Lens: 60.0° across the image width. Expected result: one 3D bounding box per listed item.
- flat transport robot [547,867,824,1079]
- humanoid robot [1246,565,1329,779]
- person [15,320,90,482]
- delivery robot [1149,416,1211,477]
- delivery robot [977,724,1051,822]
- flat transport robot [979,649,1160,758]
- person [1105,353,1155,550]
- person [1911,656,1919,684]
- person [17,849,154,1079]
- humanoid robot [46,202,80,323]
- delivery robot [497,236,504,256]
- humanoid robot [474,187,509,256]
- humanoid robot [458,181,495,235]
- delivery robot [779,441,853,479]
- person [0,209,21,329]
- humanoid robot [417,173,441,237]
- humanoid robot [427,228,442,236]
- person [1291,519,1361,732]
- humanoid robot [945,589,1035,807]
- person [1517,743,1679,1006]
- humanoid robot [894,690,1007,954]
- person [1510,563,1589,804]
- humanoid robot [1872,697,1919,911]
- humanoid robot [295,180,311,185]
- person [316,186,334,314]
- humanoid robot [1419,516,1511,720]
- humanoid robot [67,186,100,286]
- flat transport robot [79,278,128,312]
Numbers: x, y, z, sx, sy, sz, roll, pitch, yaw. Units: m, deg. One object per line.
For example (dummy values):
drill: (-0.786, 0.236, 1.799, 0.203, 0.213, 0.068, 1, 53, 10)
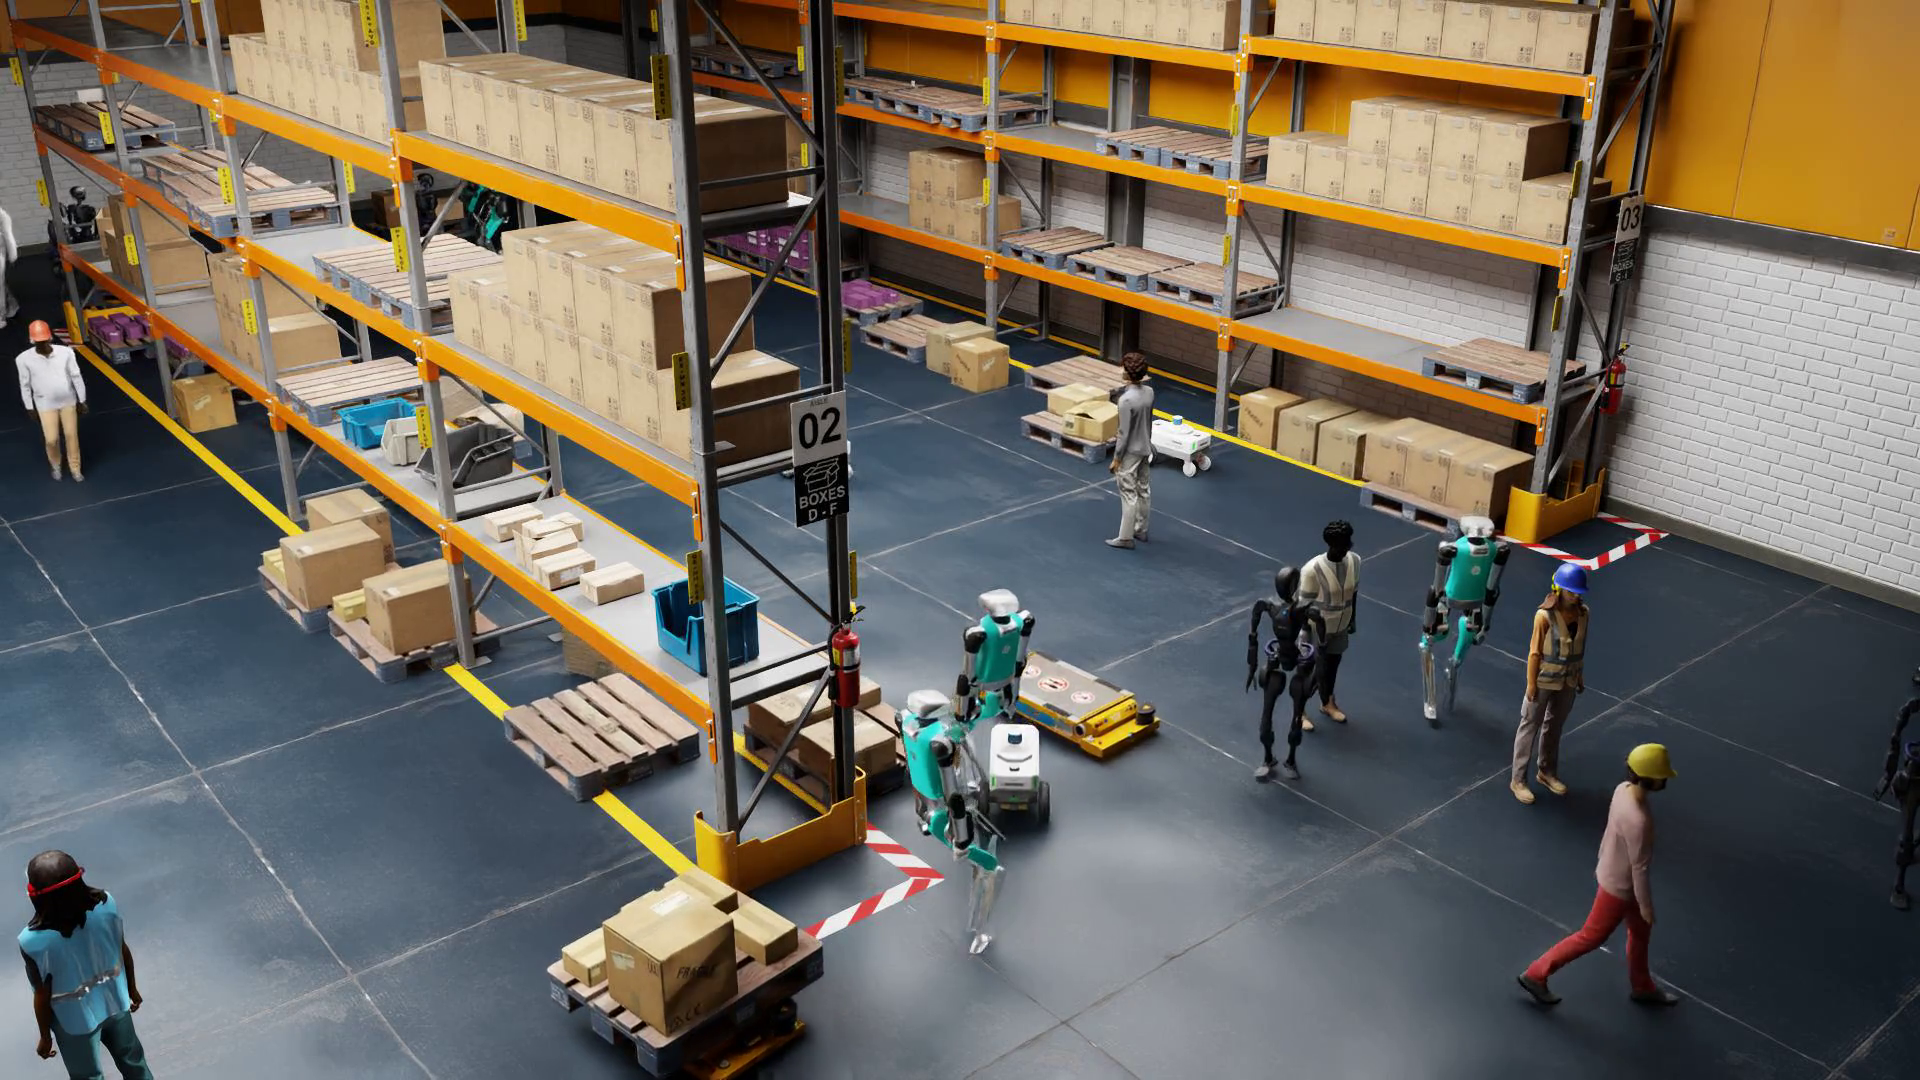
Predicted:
flat transport robot: (-1.621, 2.616, 9.585, 1.431, 0.231, 0.659, 20, 30, 38)
humanoid robot: (2.313, 0.936, 11.707, 0.609, 1.644, 0.384, 11, 26, 24)
person: (-9.277, -1.420, 17.074, 0.576, 1.736, 0.376, -17, 29, -35)
delivery robot: (2.282, -1.029, 17.661, 0.774, 0.592, 0.499, 21, 31, 39)
delivery robot: (0.380, 1.586, 11.595, 0.499, 0.583, 0.758, 1, 23, 2)
flat transport robot: (0.782, 1.231, 12.792, 0.659, 0.231, 1.431, -21, 31, -39)
person: (1.621, -0.823, 15.496, 0.395, 1.900, 0.531, 20, 30, 38)
person: (7.807, 0.268, 12.942, 0.547, 1.925, 0.387, 13, 27, 28)
person: (-4.293, 2.338, 8.215, 0.392, 1.866, 0.520, 14, 27, 30)
humanoid robot: (-12.228, -3.781, 22.640, 0.611, 1.639, 0.391, 19, 30, 37)
delivery robot: (-6.793, -4.538, 25.816, 0.791, 0.614, 0.499, 11, 25, 23)
humanoid robot: (-7.201, -4.971, 25.356, 0.727, 1.829, 0.541, -19, 30, -37)
humanoid robot: (-8.160, -5.896, 27.541, 1.050, 1.787, 0.530, 9, 25, 20)
delivery robot: (-1.499, -0.912, 17.365, 0.747, 0.570, 0.499, 14, 27, 30)
person: (-13.163, -3.855, 22.578, 0.645, 1.880, 0.908, 3, 23, 6)
humanoid robot: (-7.813, -4.540, 24.368, 0.428, 1.647, 0.602, -14, 27, -29)
humanoid robot: (-6.684, -3.207, 21.343, 0.775, 1.619, 0.594, 10, 25, 23)
person: (2.739, 0.623, 12.410, 0.535, 1.692, 0.319, -12, 26, -25)
humanoid robot: (0.094, 1.062, 11.322, 0.530, 1.751, 0.802, -16, 28, -32)
person: (3.695, 1.906, 9.386, 0.884, 1.723, 0.522, 7, 24, 15)
humanoid robot: (0.030, 1.661, 9.970, 0.789, 1.801, 0.553, -14, 27, -30)
person: (4.103, 0.975, 11.483, 0.462, 1.778, 0.306, -9, 25, -20)
humanoid robot: (6.133, 1.482, 10.505, 0.611, 1.654, 0.743, 8, 25, 18)
humanoid robot: (-9.402, -4.164, 23.473, 0.898, 1.775, 0.568, -3, 24, -7)
person: (-8.632, -3.990, 22.926, 0.981, 1.825, 0.562, -8, 25, -18)
humanoid robot: (3.664, 0.619, 12.493, 0.553, 1.887, 0.744, -3, 23, -6)
humanoid robot: (-12.358, -4.194, 23.580, 0.600, 1.654, 0.329, 8, 24, 17)
flat transport robot: (-11.595, -3.376, 23.461, 1.431, 0.231, 0.659, -5, 24, -12)
